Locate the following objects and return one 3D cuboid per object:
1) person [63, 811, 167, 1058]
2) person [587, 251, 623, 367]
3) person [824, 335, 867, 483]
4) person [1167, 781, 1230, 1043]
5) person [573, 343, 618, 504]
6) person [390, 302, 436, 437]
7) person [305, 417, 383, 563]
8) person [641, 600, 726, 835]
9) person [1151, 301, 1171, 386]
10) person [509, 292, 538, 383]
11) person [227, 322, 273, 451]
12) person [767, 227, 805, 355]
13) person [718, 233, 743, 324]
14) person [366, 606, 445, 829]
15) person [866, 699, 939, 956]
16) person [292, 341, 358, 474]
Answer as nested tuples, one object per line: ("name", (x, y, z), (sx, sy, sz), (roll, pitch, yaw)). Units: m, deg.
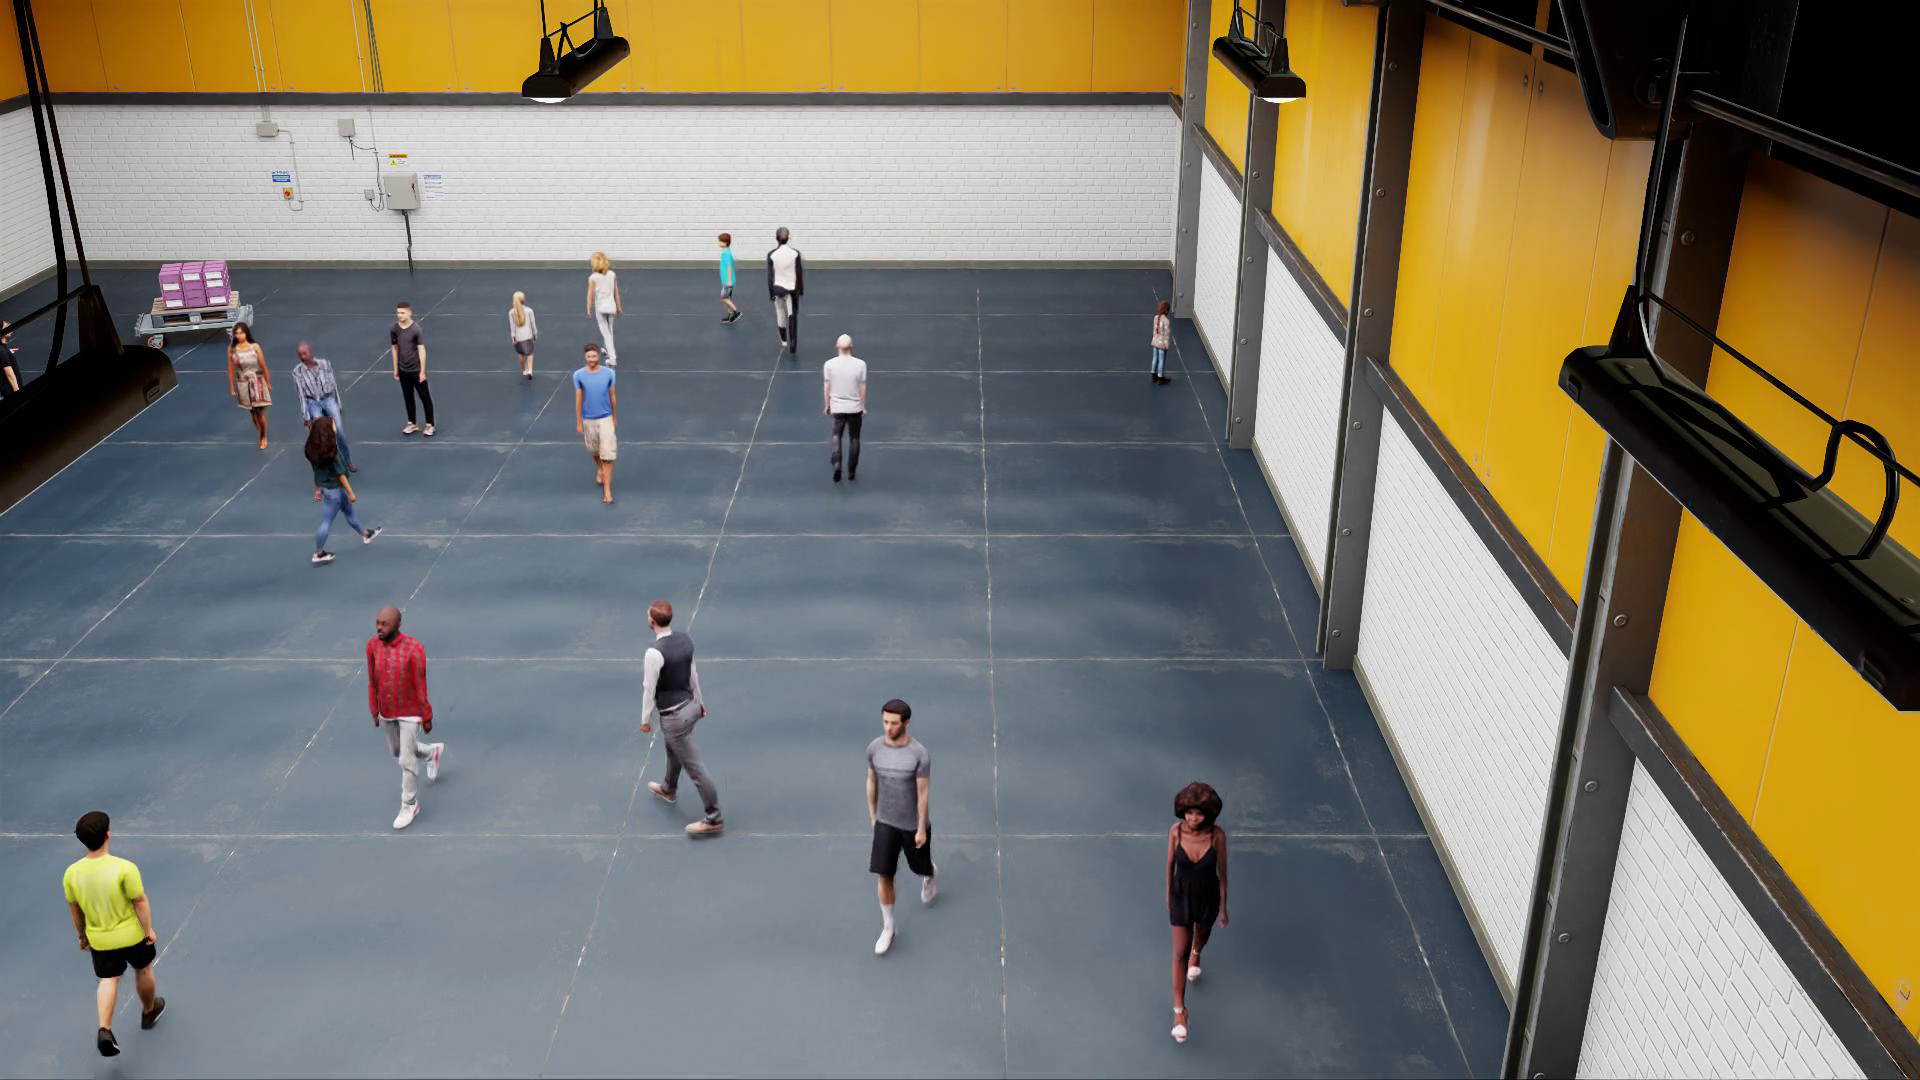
("person", (-5.433, 2.545, 10.675), (0.706, 1.689, 0.968), (-3, 24, -6))
("person", (-5.126, -3.344, 24.202), (0.916, 1.645, 1.006), (-17, 29, -34))
("person", (-1.365, -1.534, 19.844), (0.650, 1.819, 0.880), (0, 24, -1))
("person", (1.572, 2.354, 11.043), (0.613, 1.744, 1.086), (2, 24, 5))
("person", (-4.285, -1.440, 19.631), (0.777, 1.819, 1.286), (-4, 24, -9))
("person", (-7.072, -2.217, 21.479), (0.680, 1.761, 0.624), (6, 24, 14))
("person", (-6.787, -0.500, 17.787), (1.028, 1.572, 1.143), (18, 29, 36))
("person", (-2.140, 1.413, 13.036), (1.032, 1.872, 1.155), (7, 25, 15))
("person", (2.838, -2.802, 23.525), (0.609, 1.193, 0.526), (-14, 27, -28))
("person", (-6.200, -2.882, 23.630), (0.609, 1.257, 0.881), (-4, 24, -9))
("person", (-8.985, -1.987, 21.142), (0.682, 1.609, 0.709), (-2, 24, -5))
("person", (-2.564, -3.662, 24.664), (0.736, 1.858, 1.216), (-2, 24, -4))
("person", (-3.605, -4.129, 26.256), (0.670, 1.439, 0.585), (-7, 25, -16))
("person", (-4.433, 1.324, 13.332), (0.858, 1.798, 1.171), (6, 24, 13))
("person", (-0.369, 1.955, 11.827), (0.875, 1.847, 1.187), (7, 25, 17))
("person", (-7.668, -1.561, 19.986), (0.840, 1.755, 0.810), (18, 29, 35))
